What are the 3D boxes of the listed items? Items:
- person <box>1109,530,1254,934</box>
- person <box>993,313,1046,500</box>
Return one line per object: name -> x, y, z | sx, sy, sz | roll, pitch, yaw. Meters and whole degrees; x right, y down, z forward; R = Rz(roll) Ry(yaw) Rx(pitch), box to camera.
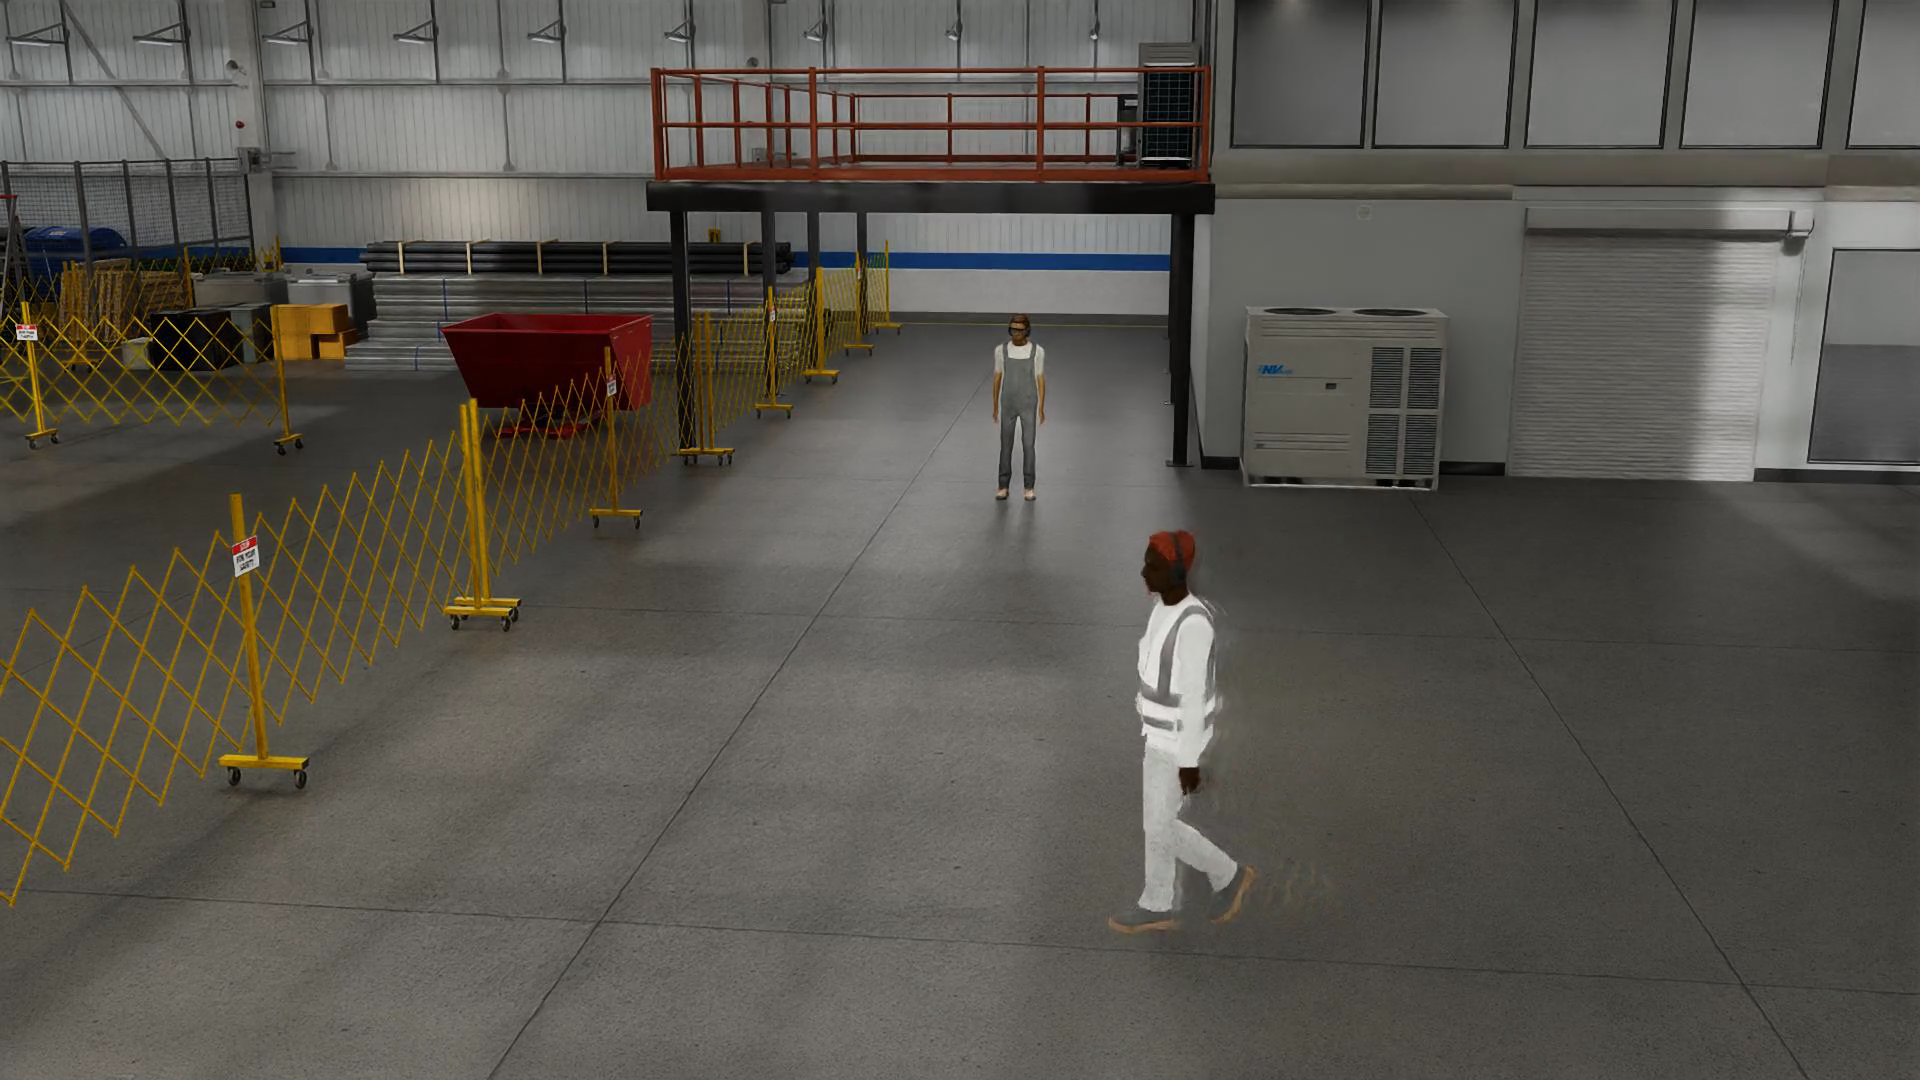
person -> 0.979, 0.867, 7.348 | 0.546, 1.872, 0.603 | -2, 14, -9
person -> 0.578, -1.297, 16.255 | 0.507, 1.842, 0.339 | 1, 14, 6
